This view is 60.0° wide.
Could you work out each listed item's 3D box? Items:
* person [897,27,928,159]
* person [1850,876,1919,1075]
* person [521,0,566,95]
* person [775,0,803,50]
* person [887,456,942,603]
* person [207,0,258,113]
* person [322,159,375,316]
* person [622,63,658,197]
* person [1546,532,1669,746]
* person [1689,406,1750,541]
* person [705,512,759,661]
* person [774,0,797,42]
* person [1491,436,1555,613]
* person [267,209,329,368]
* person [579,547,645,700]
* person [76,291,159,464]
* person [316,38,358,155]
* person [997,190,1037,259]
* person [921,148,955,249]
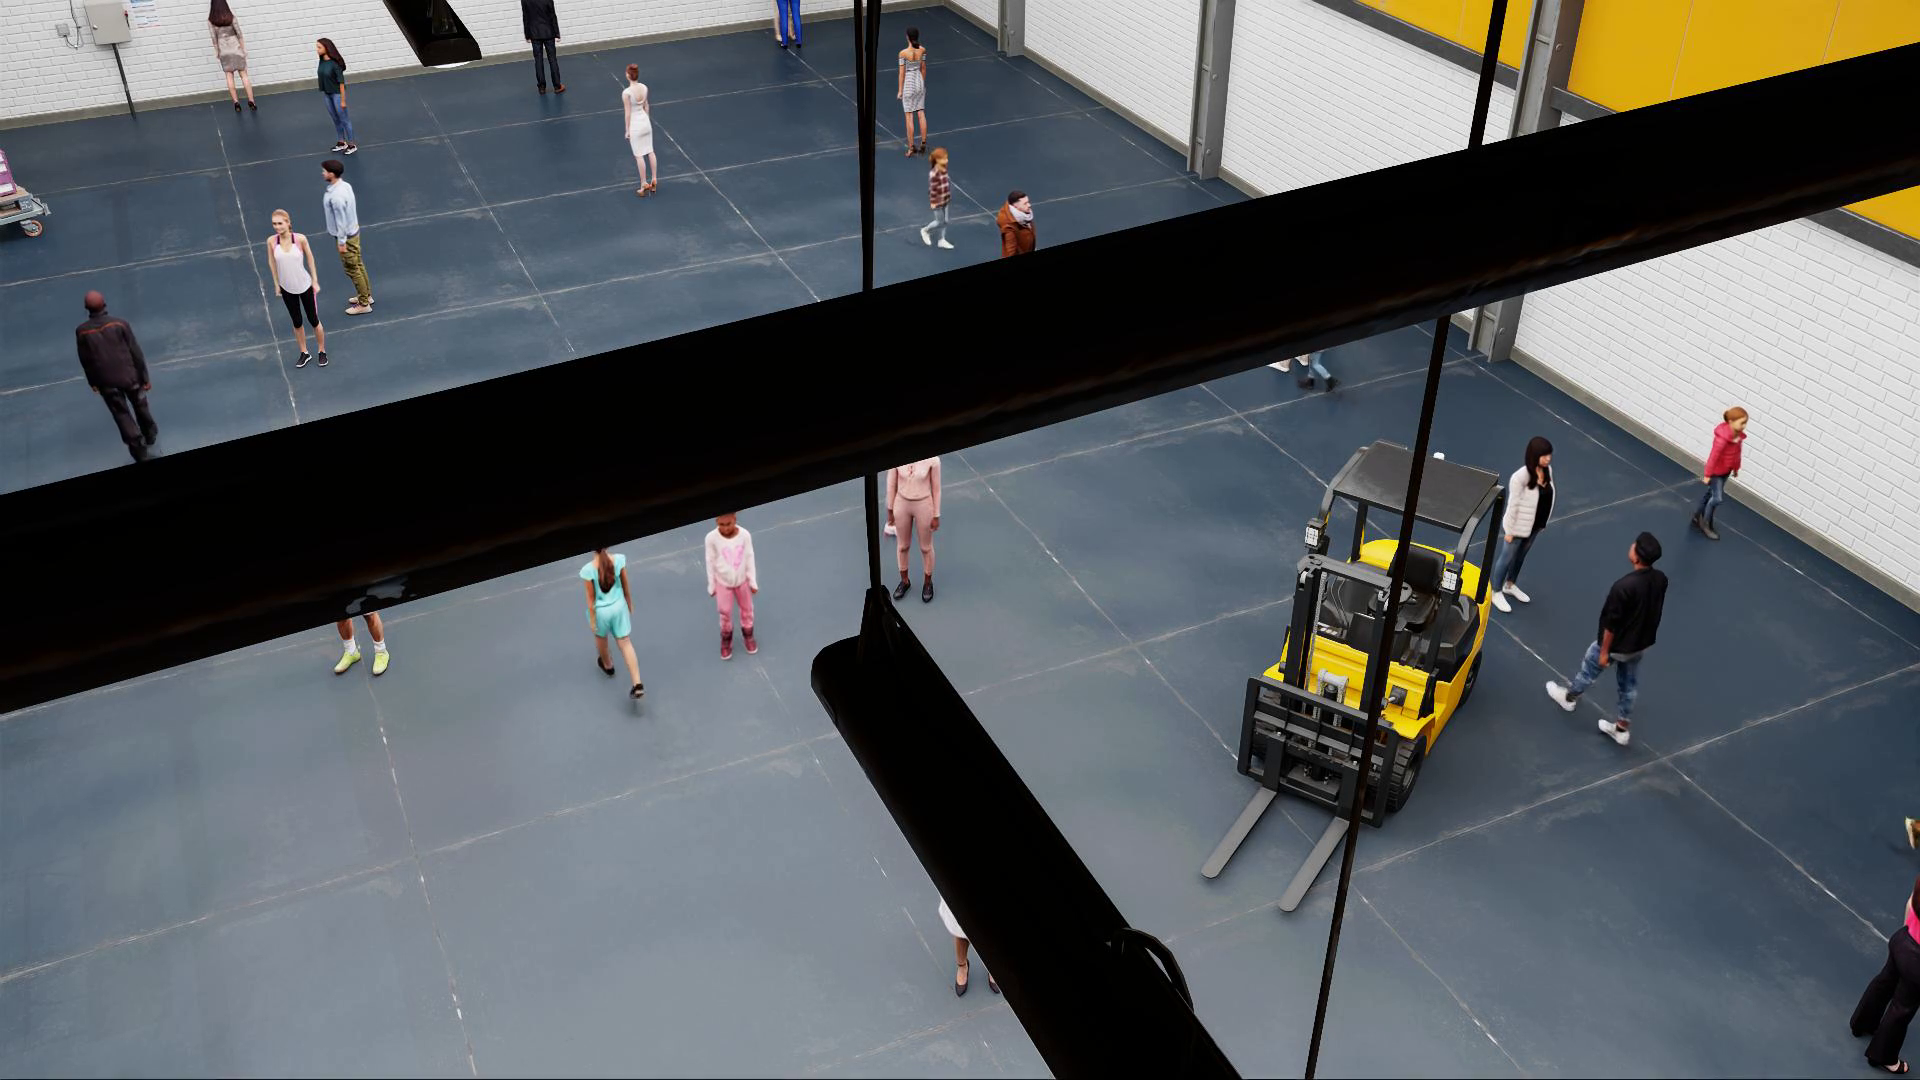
[{"bbox_3d":[-0.648,-6.253,23.203,0.630,1.822,0.568,-20,38,-27],"label":"person"},{"bbox_3d":[5.827,2.540,10.121,0.720,1.660,0.616,4,34,6],"label":"person"},{"bbox_3d":[-6.406,-7.751,25.478,0.769,1.799,0.713,-2,34,-3],"label":"person"},{"bbox_3d":[-2.824,-8.966,27.394,0.642,1.701,0.587,-10,35,-14],"label":"person"},{"bbox_3d":[-0.388,-0.254,14.268,0.700,1.721,0.726,6,34,9],"label":"person"},{"bbox_3d":[-10.864,-7.257,24.782,0.627,1.746,0.567,-8,34,-12],"label":"person"},{"bbox_3d":[-7.016,-3.485,19.048,0.796,1.812,0.611,-5,34,-7],"label":"person"},{"bbox_3d":[-4.234,-5.425,21.985,0.616,1.791,0.630,26,42,33],"label":"person"},{"bbox_3d":[5.107,0.796,12.628,0.703,1.788,0.987,-14,36,-20],"label":"person"},{"bbox_3d":[6.913,-0.664,15.257,0.578,1.310,0.626,-21,39,-29],"label":"person"},{"bbox_3d":[-1.872,0.295,13.690,0.598,1.447,0.572,-7,34,-11],"label":"person"},{"bbox_3d":[-2.966,-9.210,27.764,0.603,1.698,0.542,-14,36,-20],"label":"person"},{"bbox_3d":[4.813,-0.163,14.207,0.648,1.638,0.597,-21,39,-28],"label":"person"},{"bbox_3d":[-7.138,-2.722,17.922,0.676,1.787,0.628,-4,34,-6],"label":"person"},{"bbox_3d":[-2.752,0.588,13.170,0.645,1.534,1.058,-19,38,-26],"label":"person"},{"bbox_3d":[-8.142,-1.525,16.104,0.716,1.806,0.975,-15,37,-22],"label":"person"},{"bbox_3d":[-8.788,-6.258,23.395,0.682,1.617,0.767,21,39,28],"label":"person"},{"bbox_3d":[0.609,-2.958,18.232,0.901,1.837,0.815,4,34,6],"label":"person"},{"bbox_3d":[-0.306,-4.246,20.660,0.774,1.295,0.696,20,39,28],"label":"person"}]
